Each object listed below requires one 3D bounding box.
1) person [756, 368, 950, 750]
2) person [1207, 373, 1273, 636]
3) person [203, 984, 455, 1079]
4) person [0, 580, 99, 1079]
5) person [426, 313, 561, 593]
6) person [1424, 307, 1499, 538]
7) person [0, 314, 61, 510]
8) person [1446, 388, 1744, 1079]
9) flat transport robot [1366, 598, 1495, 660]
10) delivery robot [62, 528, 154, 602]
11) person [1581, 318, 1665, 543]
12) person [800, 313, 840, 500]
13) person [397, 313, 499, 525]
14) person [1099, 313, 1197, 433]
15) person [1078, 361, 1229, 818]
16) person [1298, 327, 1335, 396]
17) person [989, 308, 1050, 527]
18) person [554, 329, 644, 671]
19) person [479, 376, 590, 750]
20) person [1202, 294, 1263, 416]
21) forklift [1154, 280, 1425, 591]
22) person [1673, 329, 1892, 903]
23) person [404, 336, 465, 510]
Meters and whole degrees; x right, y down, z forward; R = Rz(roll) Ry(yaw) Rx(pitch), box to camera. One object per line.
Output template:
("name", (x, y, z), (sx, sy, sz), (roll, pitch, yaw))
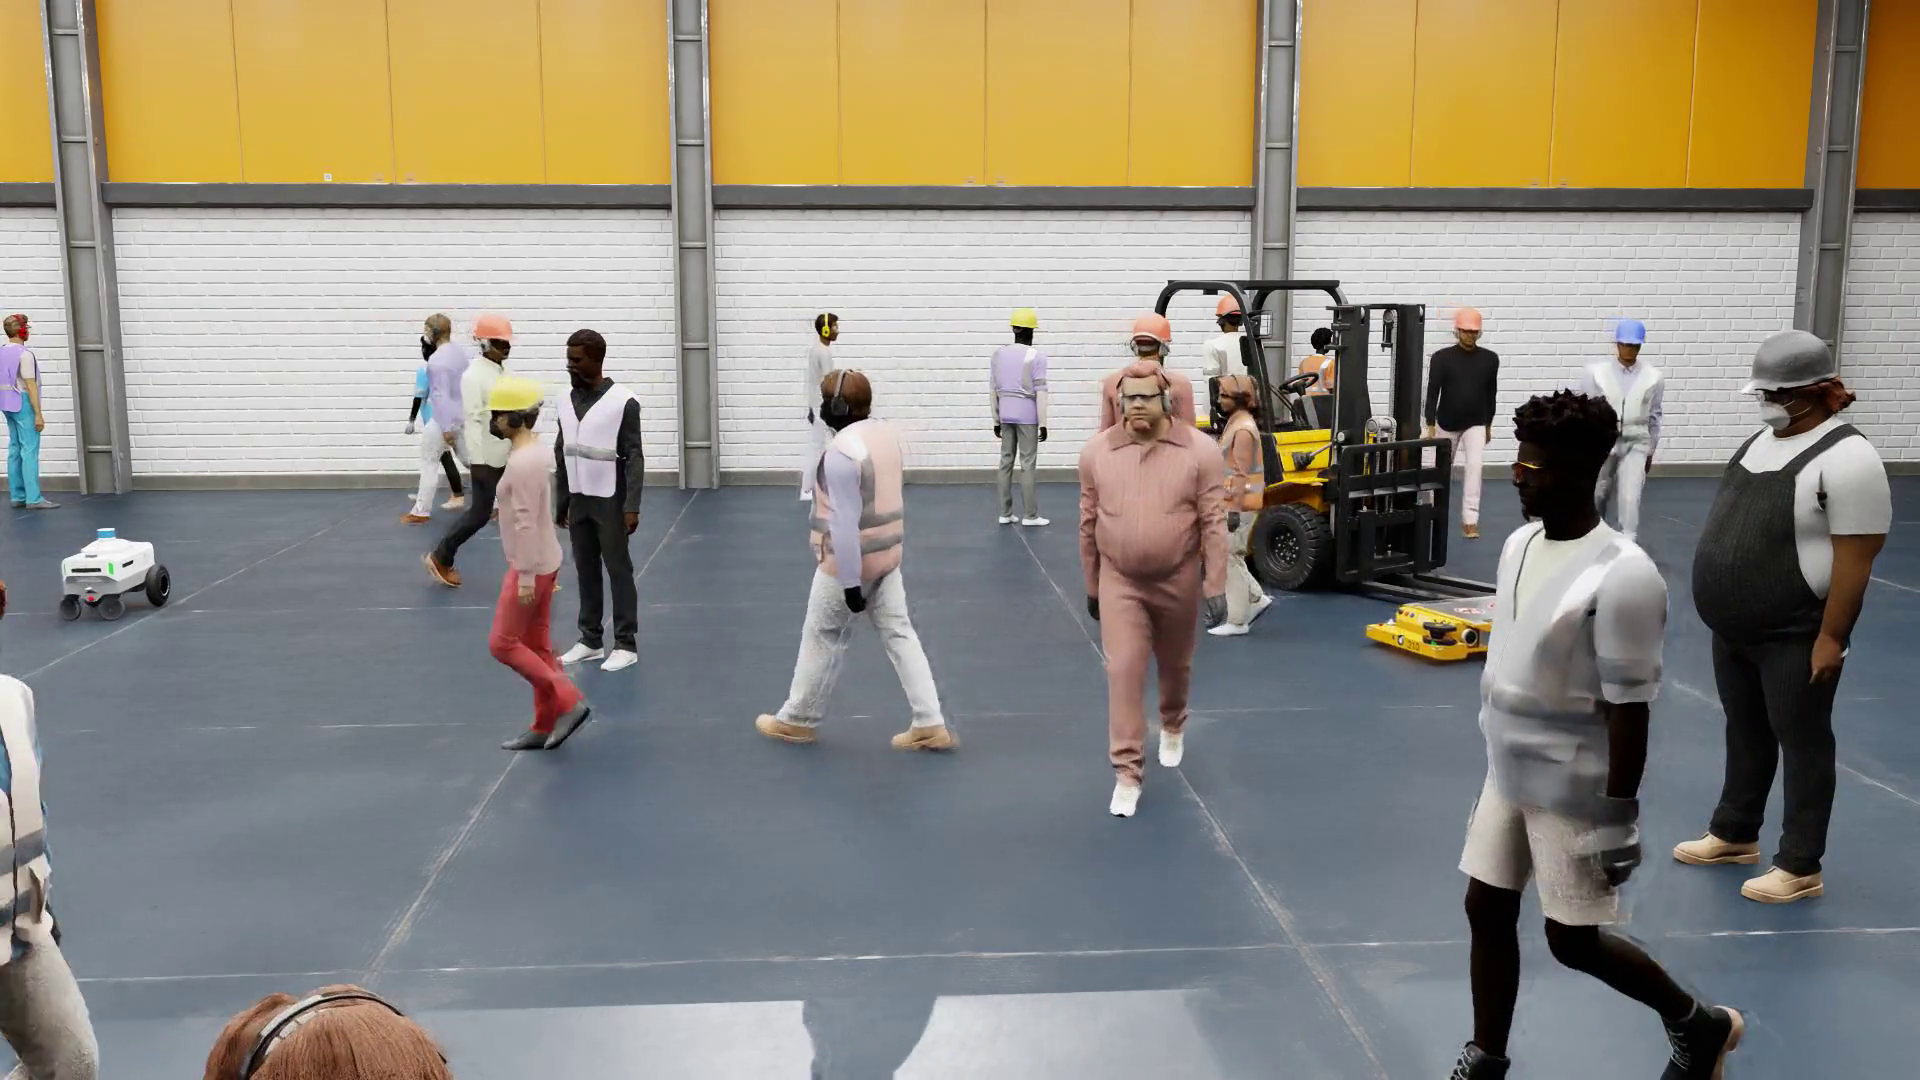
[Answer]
("person", (-0.482, 0.100, 7.739), (0.983, 1.796, 0.616), (5, 10, 27))
("person", (1.674, -0.208, 10.153), (0.360, 1.619, 0.530), (1, 9, 6))
("person", (-0.496, 1.189, 1.503), (0.538, 1.587, 0.726), (-7, 11, -35))
("person", (-2.055, 0.858, 3.444), (0.388, 1.625, 0.538), (1, 9, 6))
("person", (-3.303, -0.598, 11.583), (0.941, 1.962, 0.630), (3, 9, 17))
("person", (4.301, -1.038, 14.373), (0.632, 1.956, 1.005), (1, 9, 4))
("person", (-8.856, -1.201, 15.693), (0.571, 1.849, 0.382), (6, 11, 33))
("person", (1.586, 0.581, 4.227), (0.805, 1.943, 0.611), (-2, 9, -10))
("flat transport robot", (3.221, 0.499, 9.957), (1.431, 0.197, 0.652), (-4, 10, -23))
("delivery robot", (-5.561, 0.167, 10.869), (0.477, 0.478, 0.707), (-1, 9, -5))
("person", (4.910, -0.706, 12.432), (0.601, 1.912, 0.954), (3, 9, 17))
("person", (-1.226, -1.293, 16.285), (0.788, 1.838, 0.540), (-1, 9, -9))
("person", (-4.470, -1.061, 14.716), (1.018, 1.897, 0.643), (1, 9, 8))
("person", (1.181, -0.412, 10.328), (0.633, 1.978, 0.420), (6, 11, 35))
("person", (0.828, 0.157, 7.157), (0.648, 1.865, 0.995), (2, 9, 10))
("person", (3.627, -1.303, 16.838), (0.320, 1.694, 0.531), (-5, 10, -27))
("person", (0.535, -1.079, 14.689), (0.590, 1.926, 0.388), (7, 11, 37))
("person", (-2.029, -0.227, 9.373), (0.595, 1.915, 0.371), (5, 10, 30))
("person", (-1.993, 0.129, 7.624), (0.378, 1.755, 0.547), (-2, 9, -10))
("person", (2.378, -1.145, 14.743), (0.613, 2.041, 0.393), (-4, 10, -24))
("forklift", (2.301, -0.860, 12.475), (1.214, 2.155, 2.313), (-6, 11, -35))
("person", (2.896, 0.257, 5.946), (0.537, 2.000, 0.679), (-2, 9, -10))
("person", (-5.025, -1.108, 15.708), (0.805, 1.660, 0.540), (2, 9, 13))
